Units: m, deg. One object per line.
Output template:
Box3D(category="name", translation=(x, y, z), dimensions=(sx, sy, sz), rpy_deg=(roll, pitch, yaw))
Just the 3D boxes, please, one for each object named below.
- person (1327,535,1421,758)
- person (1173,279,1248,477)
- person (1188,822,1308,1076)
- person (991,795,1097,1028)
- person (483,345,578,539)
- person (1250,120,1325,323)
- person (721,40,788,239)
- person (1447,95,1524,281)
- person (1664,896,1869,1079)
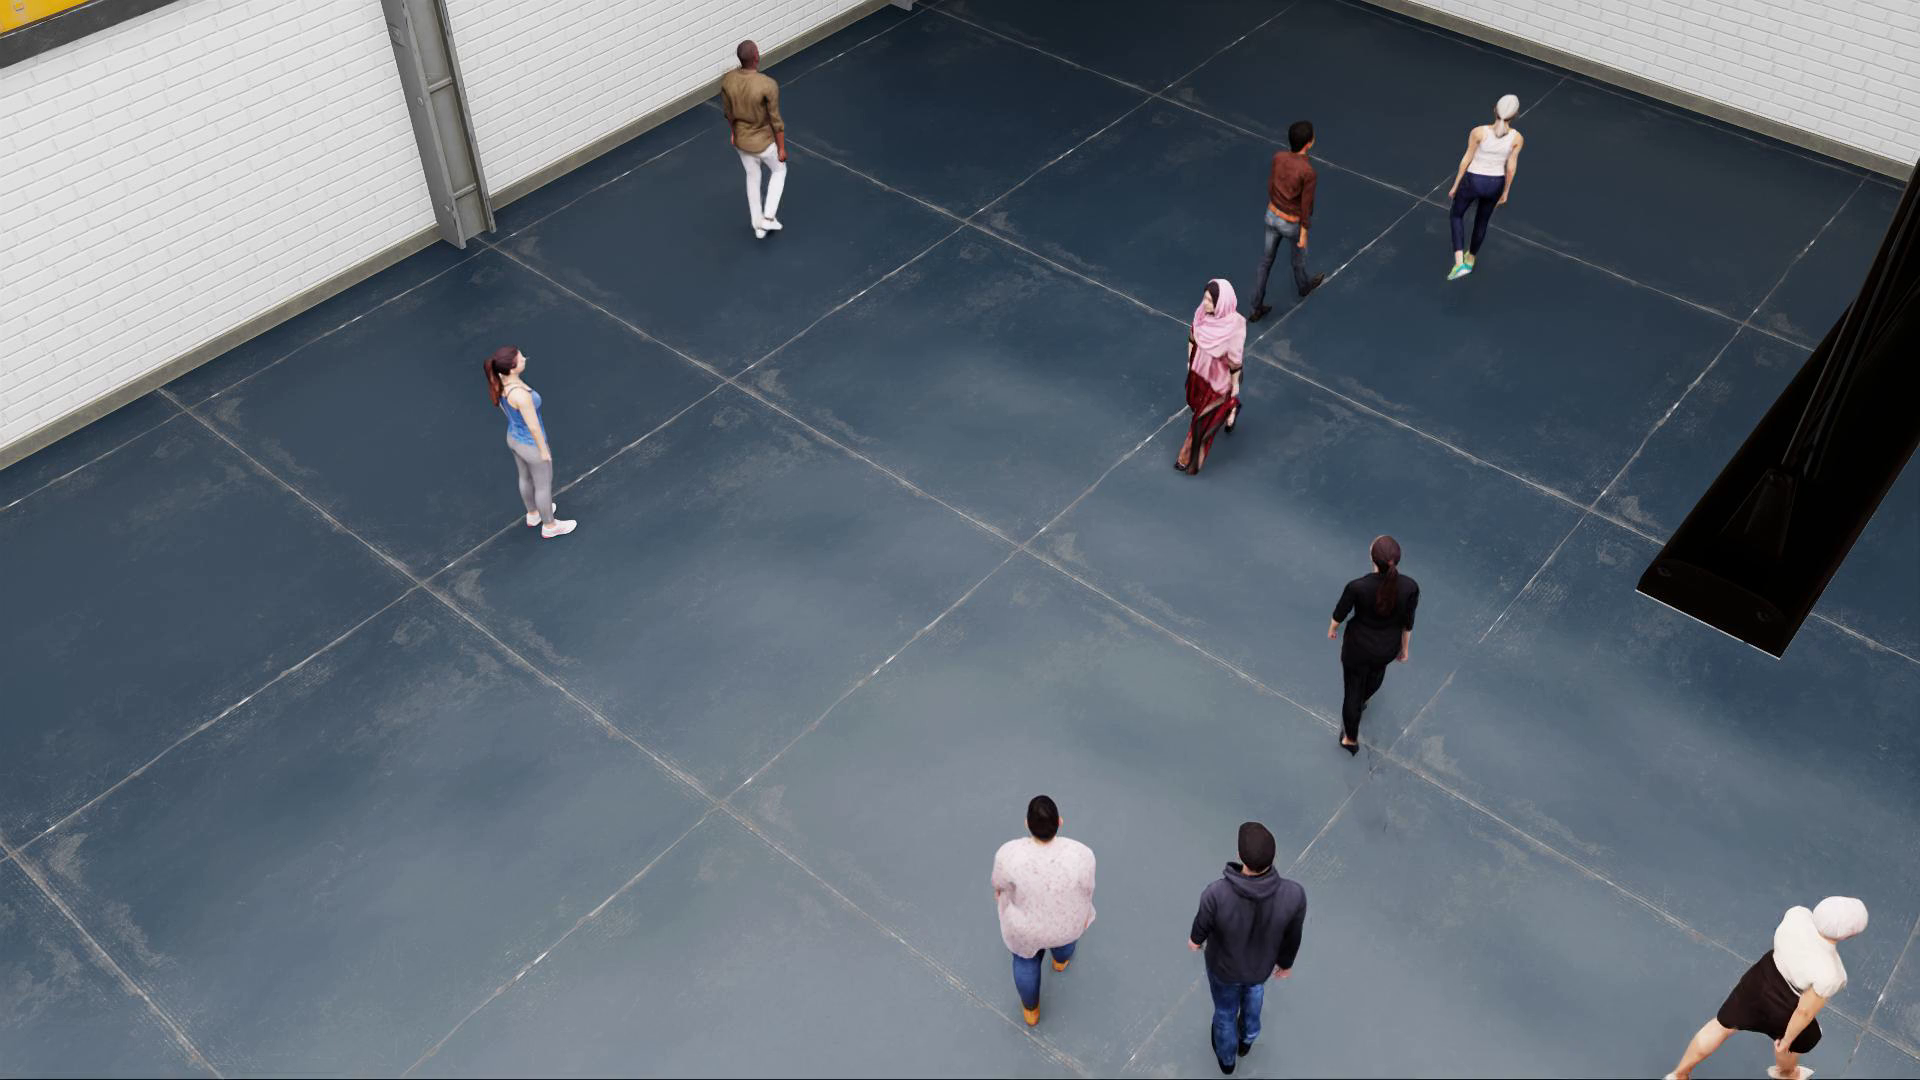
Box3D(category="person", translation=(2.494, 0.715, 10.063), dimensions=(0.877, 1.638, 0.950), rpy_deg=(0, 44, 0))
Box3D(category="person", translation=(1.913, -1.259, 12.154), dimensions=(1.035, 1.611, 0.767), rpy_deg=(-30, 51, -27))
Box3D(category="person", translation=(1.425, 2.173, 8.361), dimensions=(0.786, 1.874, 0.847), rpy_deg=(-3, 44, -3))
Box3D(category="person", translation=(0.428, 1.984, 8.664), dimensions=(0.954, 1.729, 1.025), rpy_deg=(3, 44, 4))
Box3D(category="person", translation=(-3.004, -0.689, 11.557), dimensions=(0.576, 1.610, 0.584), rpy_deg=(-32, 52, -29))
Box3D(category="person", translation=(2.558, -2.519, 13.376), dimensions=(1.059, 1.750, 0.770), rpy_deg=(-32, 52, -29))
Box3D(category="person", translation=(-1.766, -3.359, 14.211), dimensions=(0.833, 1.815, 0.773), rpy_deg=(16, 46, 16))
Box3D(category="person", translation=(4.325, -2.877, 13.793), dimensions=(0.901, 1.693, 1.009), rpy_deg=(6, 44, 6))
Box3D(category="person", translation=(4.000, 2.320, 8.327), dimensions=(1.159, 1.708, 1.042), rpy_deg=(-7, 44, -8))
